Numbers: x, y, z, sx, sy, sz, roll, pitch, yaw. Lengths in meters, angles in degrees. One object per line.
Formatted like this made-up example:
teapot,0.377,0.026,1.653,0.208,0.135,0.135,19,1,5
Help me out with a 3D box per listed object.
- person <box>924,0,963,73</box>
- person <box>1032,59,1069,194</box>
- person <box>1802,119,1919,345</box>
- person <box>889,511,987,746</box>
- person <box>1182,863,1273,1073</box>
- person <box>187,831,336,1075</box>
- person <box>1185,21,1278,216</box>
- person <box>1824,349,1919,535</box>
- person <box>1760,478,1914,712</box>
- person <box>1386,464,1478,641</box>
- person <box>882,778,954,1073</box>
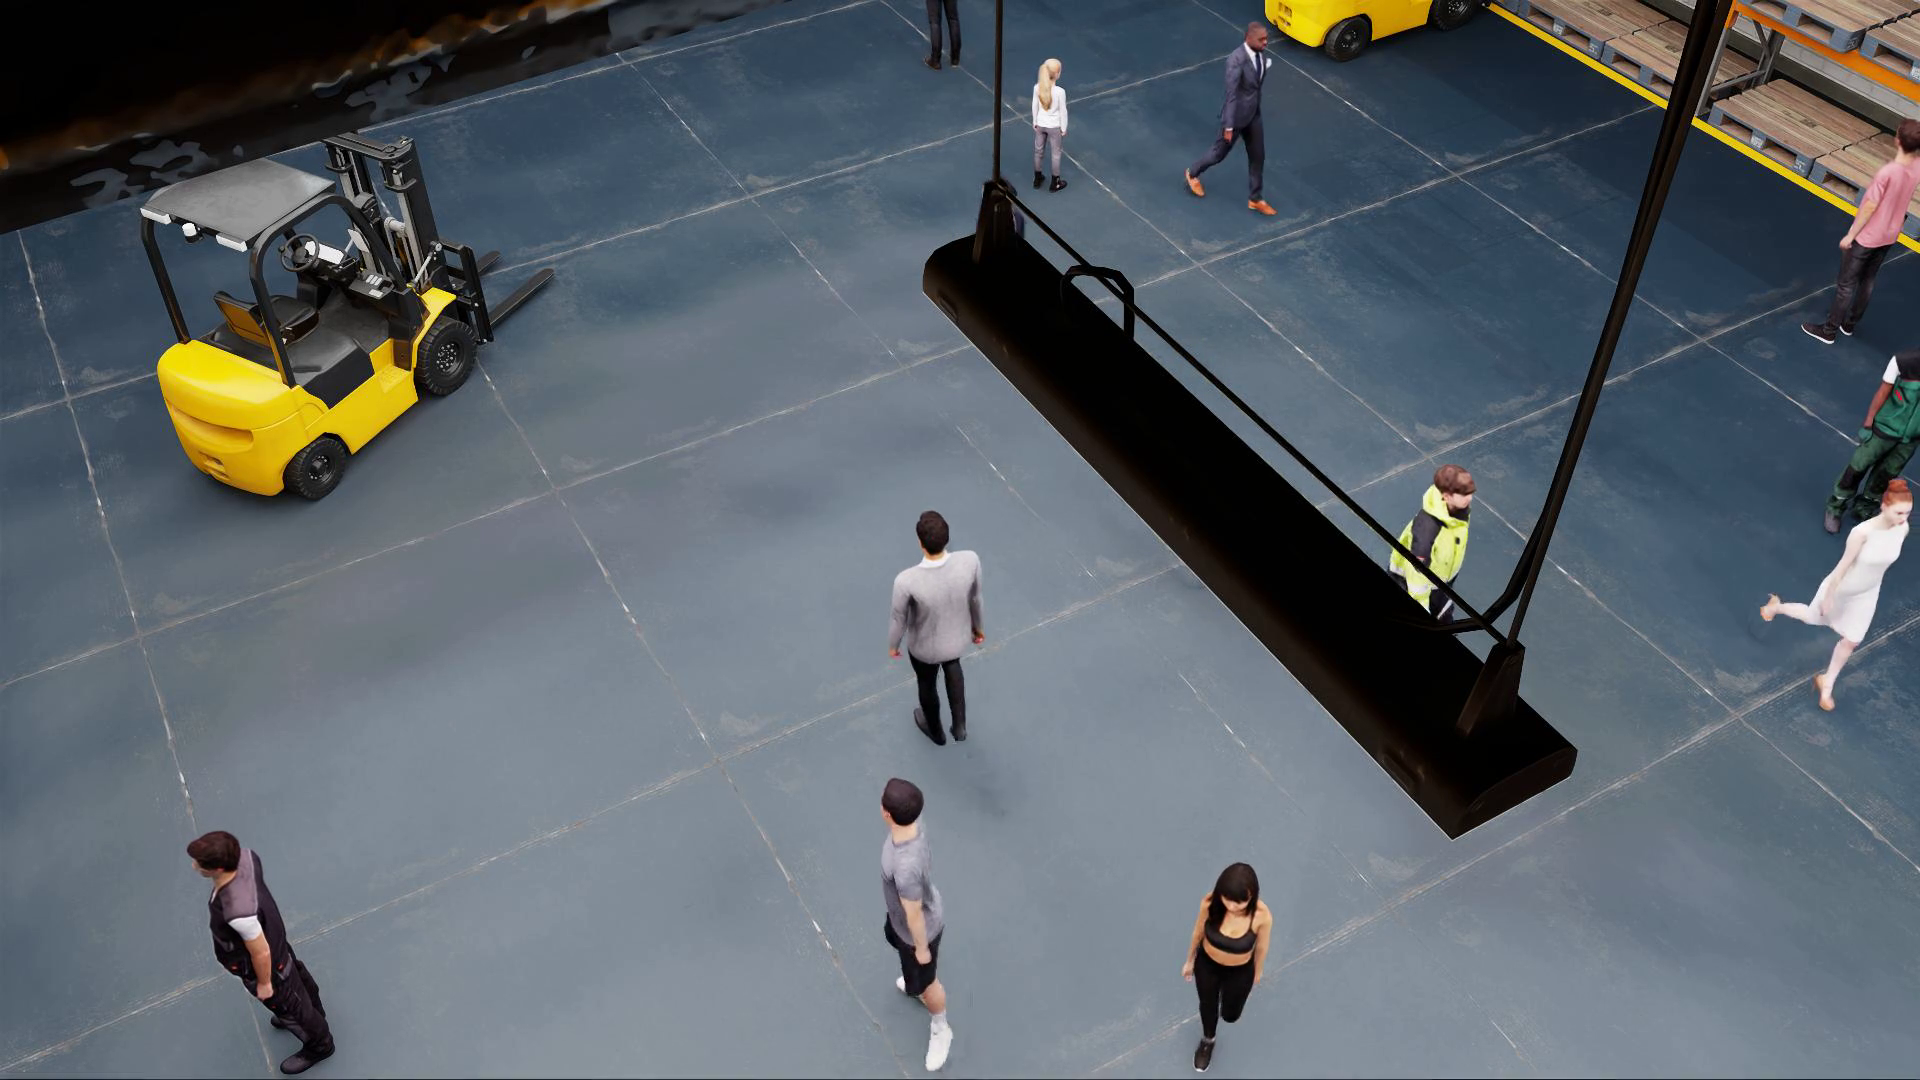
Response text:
person,-0.184,-5.603,16.718,0.674,1.791,0.570,-16,46,-16
person,0.810,-3.784,15.180,0.558,1.279,0.637,20,47,20
person,7.302,-2.444,13.278,0.653,1.962,0.579,-17,46,-17
person,-0.088,0.644,10.076,0.774,1.907,0.732,-18,46,-18
person,1.404,2.153,8.692,0.816,1.631,0.848,16,46,16
person,-3.598,2.098,8.592,0.726,1.849,0.532,-17,46,-17
person,2.413,-3.792,14.813,1.279,1.796,0.948,33,52,30
person,6.564,-0.798,11.639,0.783,1.839,0.804,3,44,3
person,5.585,0.261,10.580,0.810,1.766,1.149,-8,44,-8
person,2.797,0.258,10.466,1.315,1.930,1.033,32,52,29
person,-0.184,2.005,8.701,1.001,1.833,0.761,-11,45,-11
